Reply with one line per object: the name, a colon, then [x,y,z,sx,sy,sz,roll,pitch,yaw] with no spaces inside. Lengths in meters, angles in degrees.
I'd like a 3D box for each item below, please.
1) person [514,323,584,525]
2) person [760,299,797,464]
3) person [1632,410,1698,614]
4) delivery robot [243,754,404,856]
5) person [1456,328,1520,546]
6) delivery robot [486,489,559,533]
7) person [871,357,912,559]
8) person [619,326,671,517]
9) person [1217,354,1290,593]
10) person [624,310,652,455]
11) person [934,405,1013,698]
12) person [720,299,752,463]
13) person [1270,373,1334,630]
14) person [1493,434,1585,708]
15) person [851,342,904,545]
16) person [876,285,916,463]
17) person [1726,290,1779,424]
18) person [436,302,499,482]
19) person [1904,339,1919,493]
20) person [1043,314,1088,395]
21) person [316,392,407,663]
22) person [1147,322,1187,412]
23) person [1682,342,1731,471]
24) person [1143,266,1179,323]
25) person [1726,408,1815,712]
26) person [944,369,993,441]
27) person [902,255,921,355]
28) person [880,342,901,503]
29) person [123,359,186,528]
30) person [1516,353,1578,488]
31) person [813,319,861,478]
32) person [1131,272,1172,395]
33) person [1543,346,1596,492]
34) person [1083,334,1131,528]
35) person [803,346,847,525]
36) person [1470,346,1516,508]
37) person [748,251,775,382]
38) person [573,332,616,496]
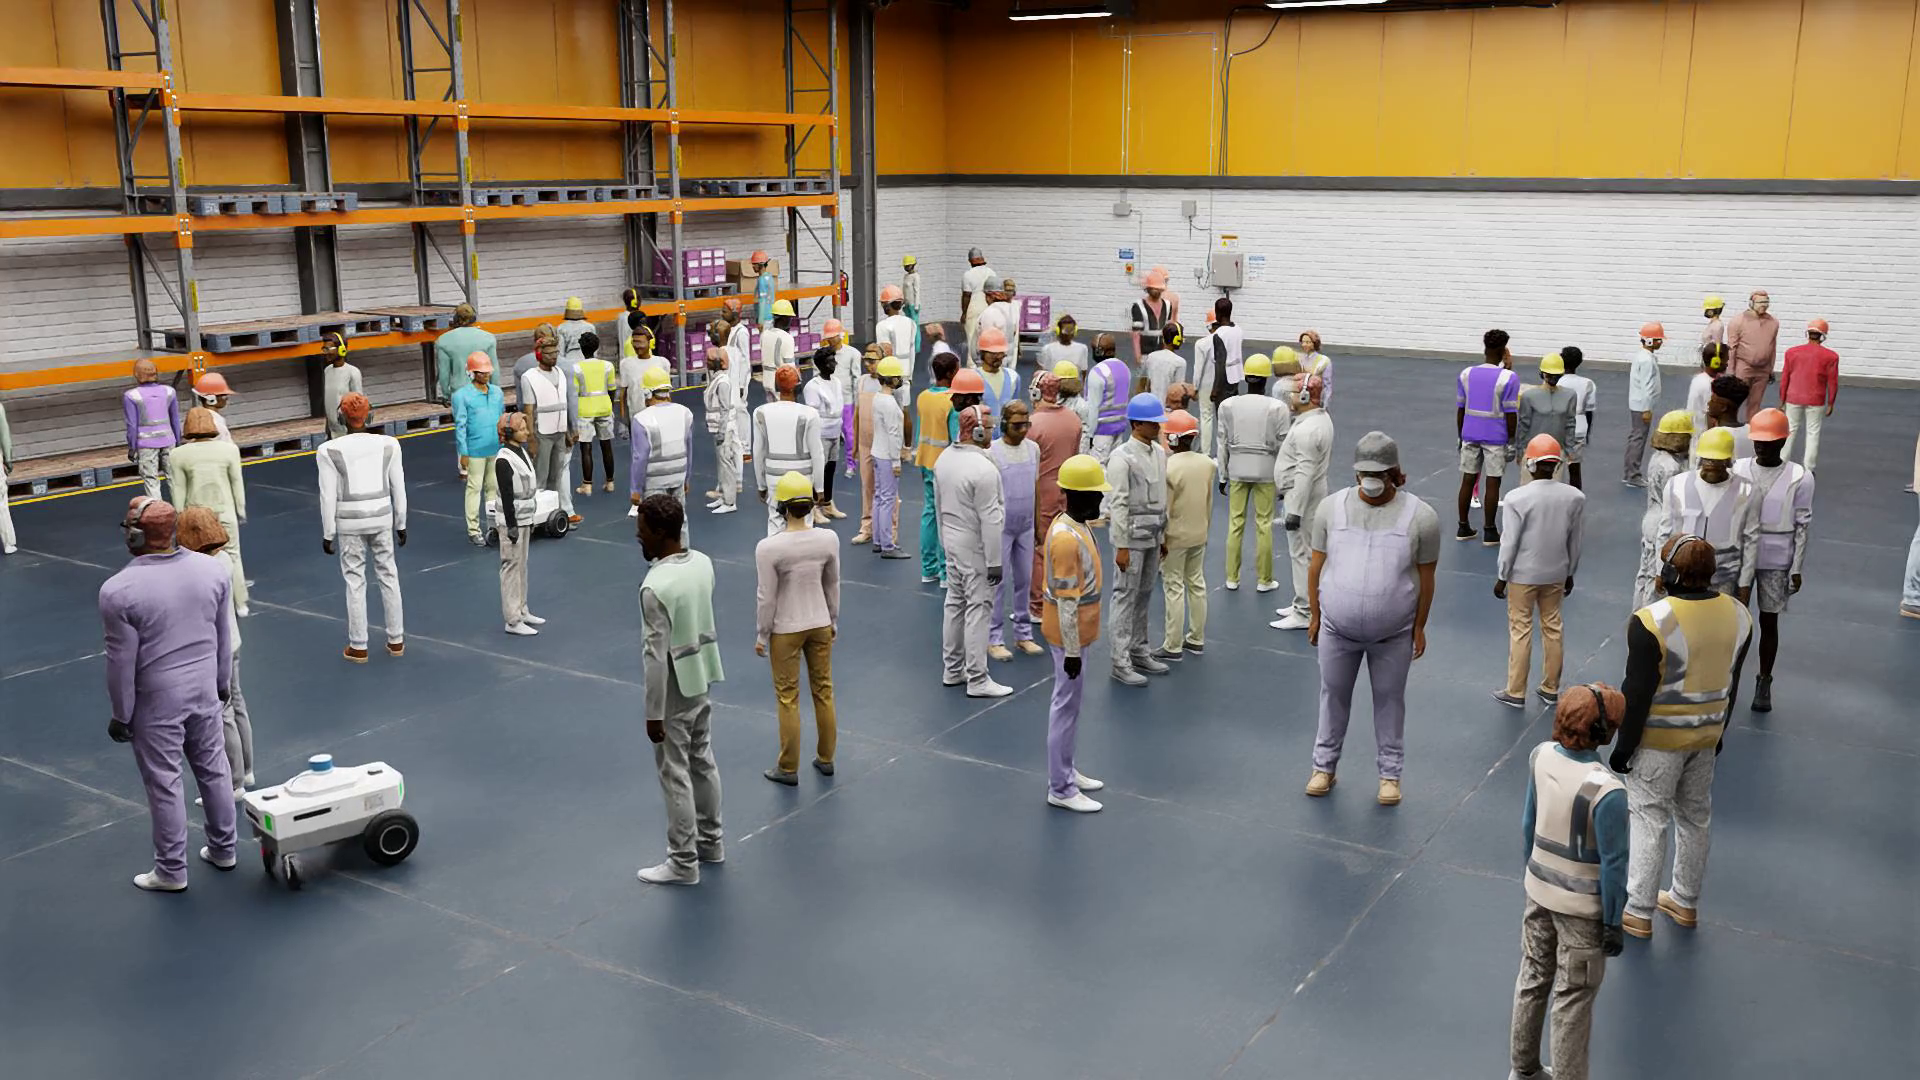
person: [-3.878,-1.082,15.724,0.631,1.939,0.370,4,13,15]
person: [-1.987,-1.702,18.460,0.397,1.920,0.586,-10,16,-37]
person: [4.941,-0.045,11.652,0.297,1.744,0.487,2,13,8]
delivery robot: [-3.134,1.302,8.208,0.707,0.478,0.477,-11,17,-40]
person: [4.756,-0.930,15.028,0.373,1.958,0.603,-12,17,-41]
delivery robot: [-3.981,-0.295,15.134,0.477,0.478,0.707,6,14,24]
person: [-0.613,-0.719,14.528,0.315,1.768,0.526,-4,14,-17]
person: [-3.054,-1.155,16.198,0.532,1.867,0.316,-2,13,-10]
person: [2.350,-0.530,13.352,0.587,1.927,0.367,5,14,20]
person: [-3.781,-1.856,19.608,0.319,1.697,0.533,1,13,5]
person: [0.100,0.068,10.805,0.407,1.906,0.654,-8,15,-30]
person: [-2.578,-1.814,19.023,0.356,1.883,0.574,-7,15,-27]
person: [2.528,-0.287,12.346,0.410,1.909,0.643,4,14,19]
person: [3.661,0.193,10.598,0.572,1.749,0.342,-3,13,-13]
person: [-0.748,-0.850,14.920,0.514,1.845,0.337,7,15,26]
person: [-0.765,-1.856,18.853,0.383,2.041,0.616,10,16,37]
person: [9.496,-2.038,19.942,0.643,1.908,0.399,-2,13,-8]
person: [-5.275,-1.586,17.910,0.628,1.940,0.373,-4,14,-16]
person: [10.094,-1.362,17.327,0.339,1.762,0.525,8,15,32]
person: [1.139,-1.524,17.896,0.534,1.834,0.921,-2,13,-9]
person: [-4.126,-0.087,11.526,0.584,1.882,0.345,-9,16,-35]
person: [2.076,-1.252,16.655,0.344,1.856,0.525,-11,17,-40]
person: [6.655,-0.845,14.883,0.448,1.853,0.526,4,14,19]
person: [2.728,-2.762,22.885,0.609,1.996,0.383,-8,15,-31]
person: [5.024,0.126,10.485,0.551,1.934,0.372,9,16,33]
person: [0.071,-0.304,12.347,0.369,1.939,0.542,-1,13,-4]
person: [-0.878,-4.166,29.501,0.338,1.761,0.524,-7,15,-28]
person: [-0.780,-1.188,16.851,0.271,1.632,0.508,-4,14,-17]
person: [-7.477,-0.866,15.447,0.310,1.636,0.523,9,16,34]
person: [5.270,-0.815,14.984,0.536,1.754,0.388,-1,13,-5]
person: [-1.349,-1.553,18.202,0.575,1.742,0.356,4,14,17]
person: [2.517,-2.407,21.294,0.628,2.018,0.806,-6,14,-23]
person: [5.827,-1.022,16.018,0.535,1.690,0.321,-1,13,-5]
person: [1.366,-1.039,15.783,0.429,1.831,0.640,9,16,34]
person: [-1.283,-1.003,15.911,0.319,1.697,0.533,7,15,28]
person: [5.331,-1.133,16.611,0.507,1.631,0.280,-4,13,-16]
person: [-3.073,-3.474,25.896,0.406,2.035,0.608,0,13,2]
person: [-3.805,-1.303,17.213,0.535,1.697,0.318,-10,16,-36]
